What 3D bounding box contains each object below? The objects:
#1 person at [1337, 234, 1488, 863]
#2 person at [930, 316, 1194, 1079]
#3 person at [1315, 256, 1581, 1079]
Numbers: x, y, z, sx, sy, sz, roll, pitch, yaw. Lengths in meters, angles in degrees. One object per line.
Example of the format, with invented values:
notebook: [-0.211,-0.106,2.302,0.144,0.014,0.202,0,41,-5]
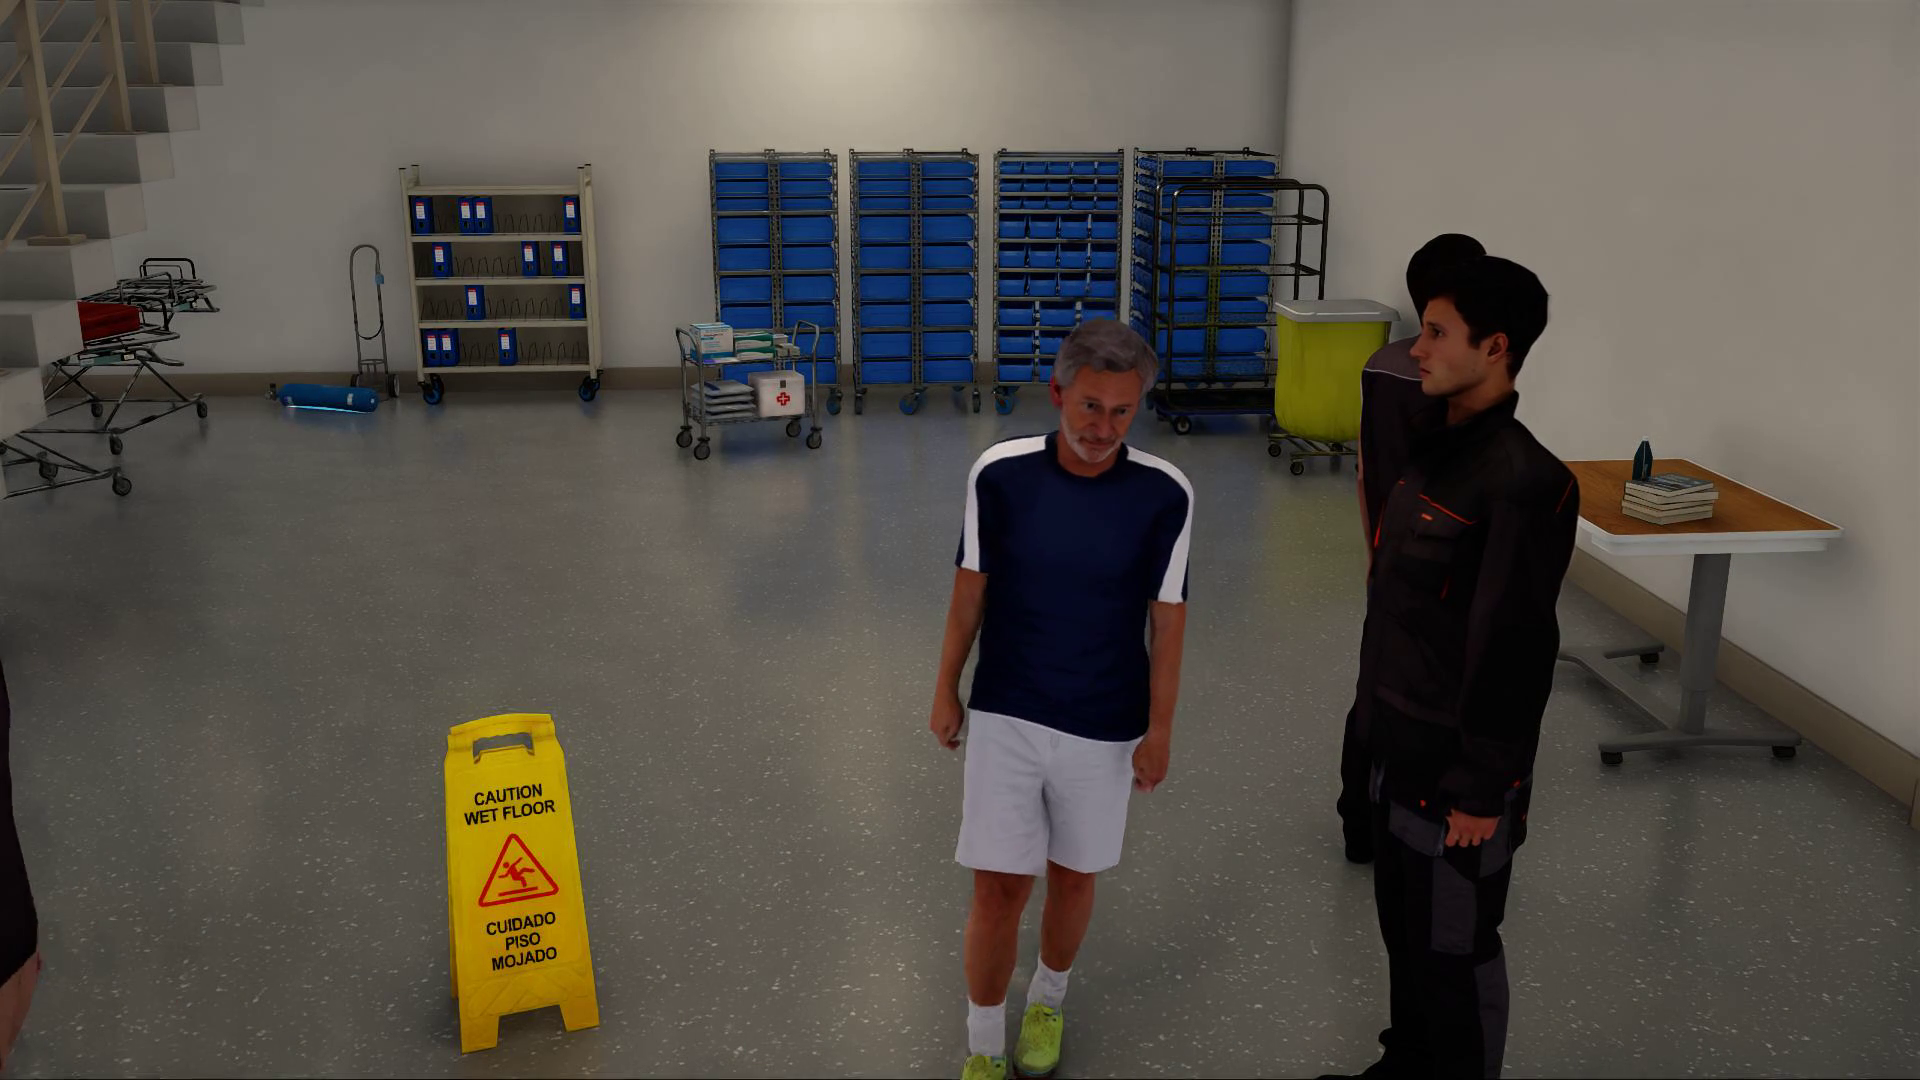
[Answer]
person: [1.318,0.073,4.686,0.805,1.849,0.696,-11,19,-35]
person: [0.228,0.377,3.713,0.784,1.792,0.833,2,16,8]
person: [0.999,0.395,3.365,0.743,1.946,0.500,-1,16,-5]
